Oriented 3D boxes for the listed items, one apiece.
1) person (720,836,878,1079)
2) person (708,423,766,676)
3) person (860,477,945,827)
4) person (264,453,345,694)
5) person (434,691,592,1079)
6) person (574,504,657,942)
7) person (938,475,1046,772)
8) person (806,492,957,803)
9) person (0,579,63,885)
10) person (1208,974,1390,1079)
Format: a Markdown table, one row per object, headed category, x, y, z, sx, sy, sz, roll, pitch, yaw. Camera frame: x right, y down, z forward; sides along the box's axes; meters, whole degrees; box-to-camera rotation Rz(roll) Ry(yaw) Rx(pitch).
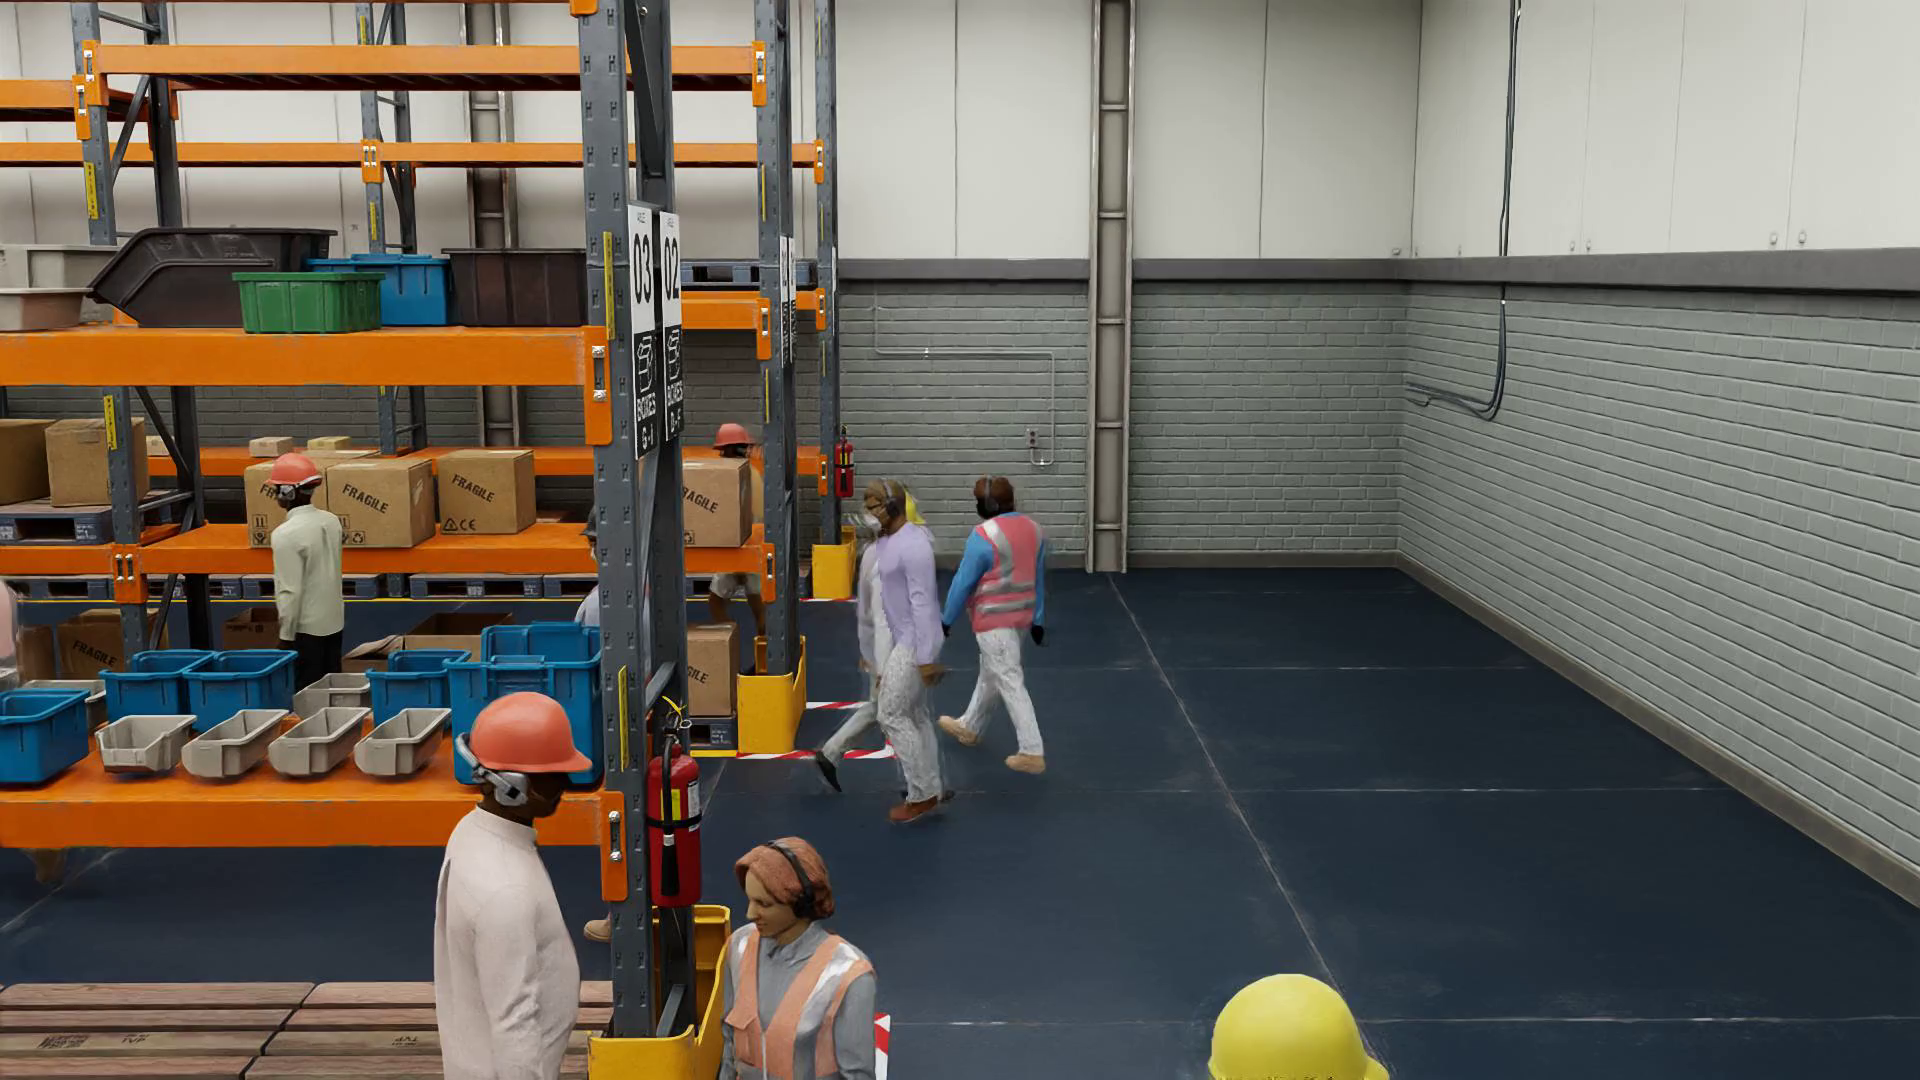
| category | x | y | z | sx | sy | sz | roll | pitch | yaw |
| --- | --- | --- | --- | --- | --- | --- | --- | --- | --- |
| person | -0.402 | 1.540 | 4.243 | 0.527 | 1.630 | 0.313 | 7 | 12 | 38 |
| person | -1.672 | 0.092 | 12.258 | 0.697 | 1.903 | 0.544 | 3 | 10 | 16 |
| person | -0.319 | 0.603 | 9.169 | 0.498 | 1.908 | 0.658 | -2 | 10 | -14 |
| person | -3.746 | 0.492 | 9.544 | 0.394 | 1.994 | 0.612 | 1 | 9 | 8 |
| person | -1.132 | 1.357 | 4.294 | 0.403 | 1.982 | 0.628 | -4 | 10 | -21 |
| person | -1.551 | 0.793 | 7.565 | 0.536 | 2.000 | 0.688 | 3 | 10 | 17 |
| person | 0.191 | 0.498 | 10.218 | 0.888 | 1.795 | 0.632 | 6 | 11 | 33 |
| person | -0.458 | 0.614 | 9.392 | 0.792 | 1.811 | 0.595 | -1 | 9 | -8 |
| person | -4.725 | 0.829 | 8.053 | 0.733 | 1.816 | 0.626 | 1 | 9 | 3 |
| person | 0.512 | 1.647 | 2.826 | 1.006 | 1.878 | 0.587 | -1 | 9 | -3 |
